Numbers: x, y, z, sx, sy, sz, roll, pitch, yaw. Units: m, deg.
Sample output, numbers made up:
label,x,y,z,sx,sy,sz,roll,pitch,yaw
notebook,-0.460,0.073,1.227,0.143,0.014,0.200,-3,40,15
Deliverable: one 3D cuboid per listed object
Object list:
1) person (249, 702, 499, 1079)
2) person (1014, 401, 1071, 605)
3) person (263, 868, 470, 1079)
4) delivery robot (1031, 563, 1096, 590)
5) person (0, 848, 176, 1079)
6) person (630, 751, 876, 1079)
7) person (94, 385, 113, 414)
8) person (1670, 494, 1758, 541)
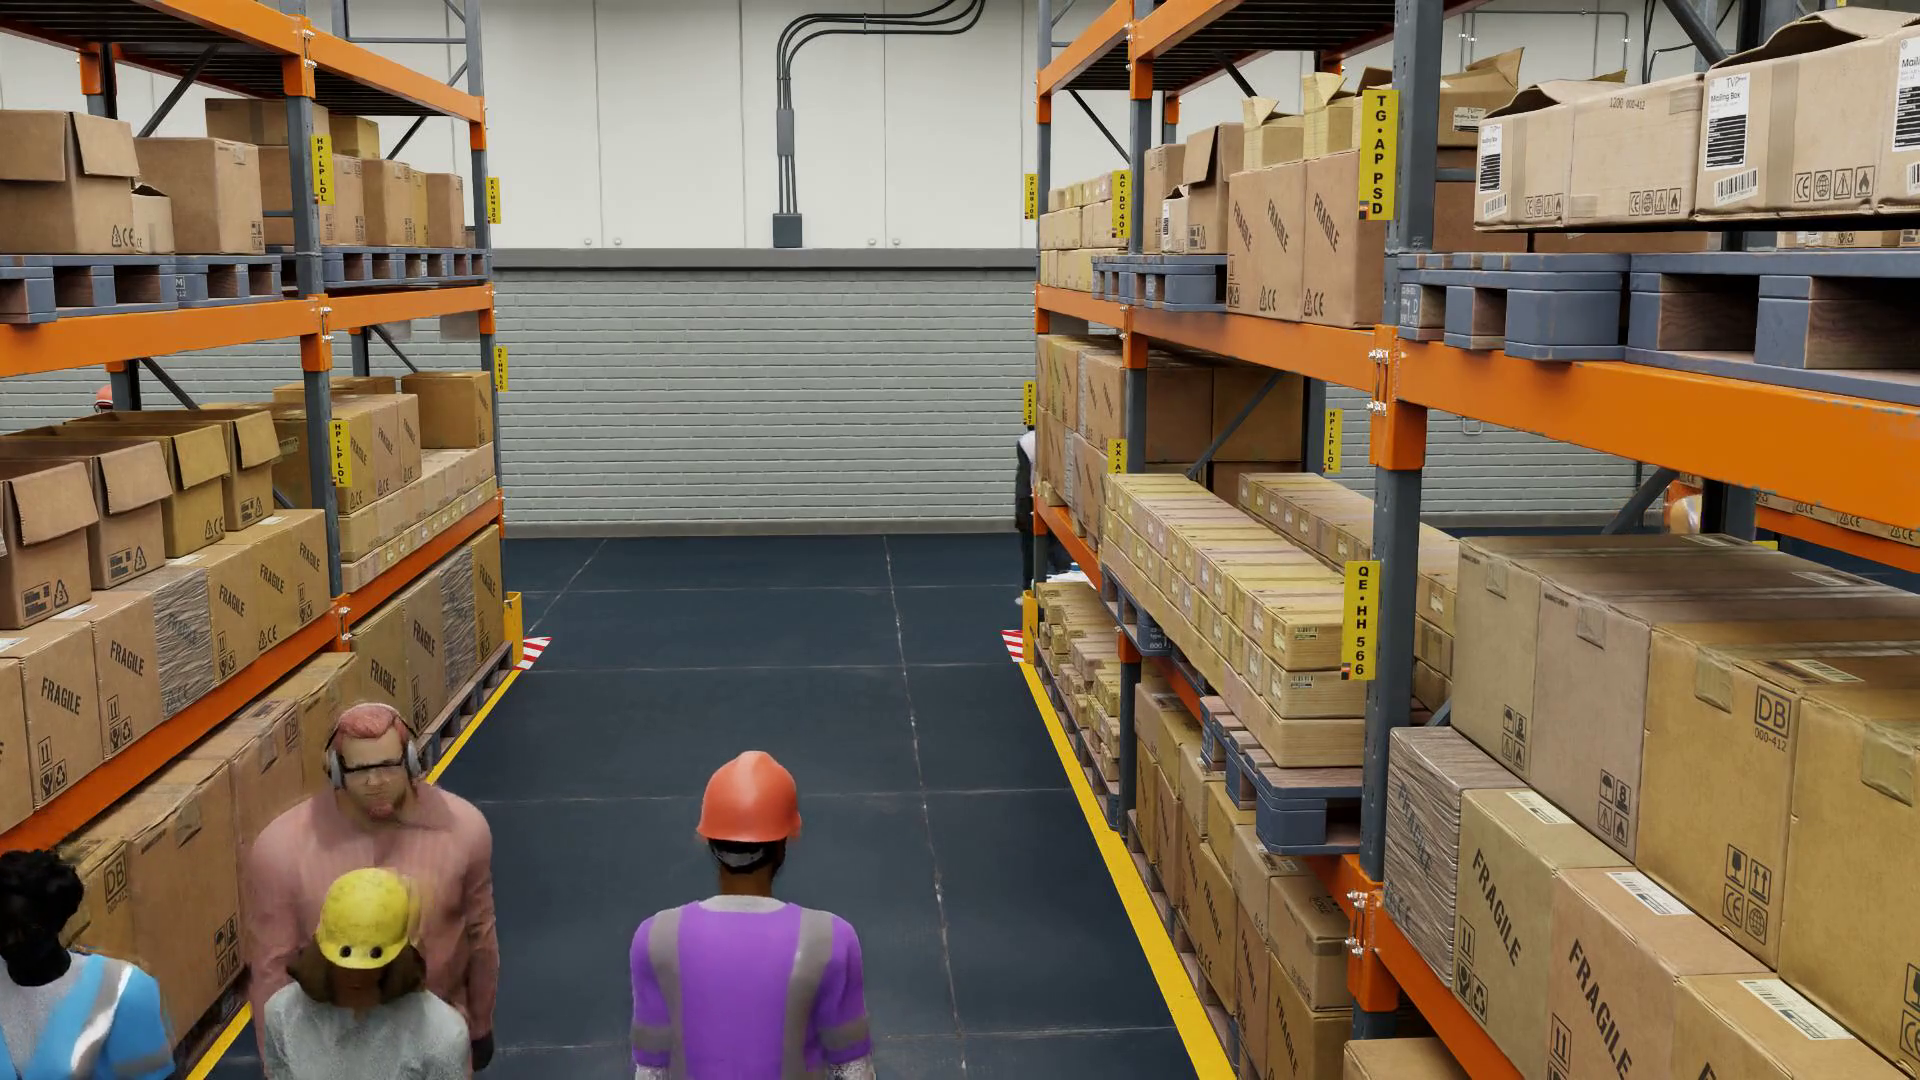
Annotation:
label,x,y,z,sx,sy,sz,roll,pitch,yaw
person,-1.601,1.329,4.607,0.645,1.871,0.885,-4,10,-23
person,0.696,-0.312,14.265,0.612,1.881,0.649,-7,12,-34
person,-1.342,1.545,3.764,0.516,1.716,0.399,1,10,8
delivery robot,0.946,0.427,13.523,0.707,0.478,0.477,5,11,25
person,-2.188,1.547,3.954,0.550,1.648,0.850,0,10,0
person,-0.488,1.445,3.925,0.565,1.888,1.020,1,10,5
person,-7.011,-0.297,13.855,0.610,1.988,0.402,-1,10,-9
person,4.623,0.335,10.340,0.557,1.918,0.764,1,10,4
